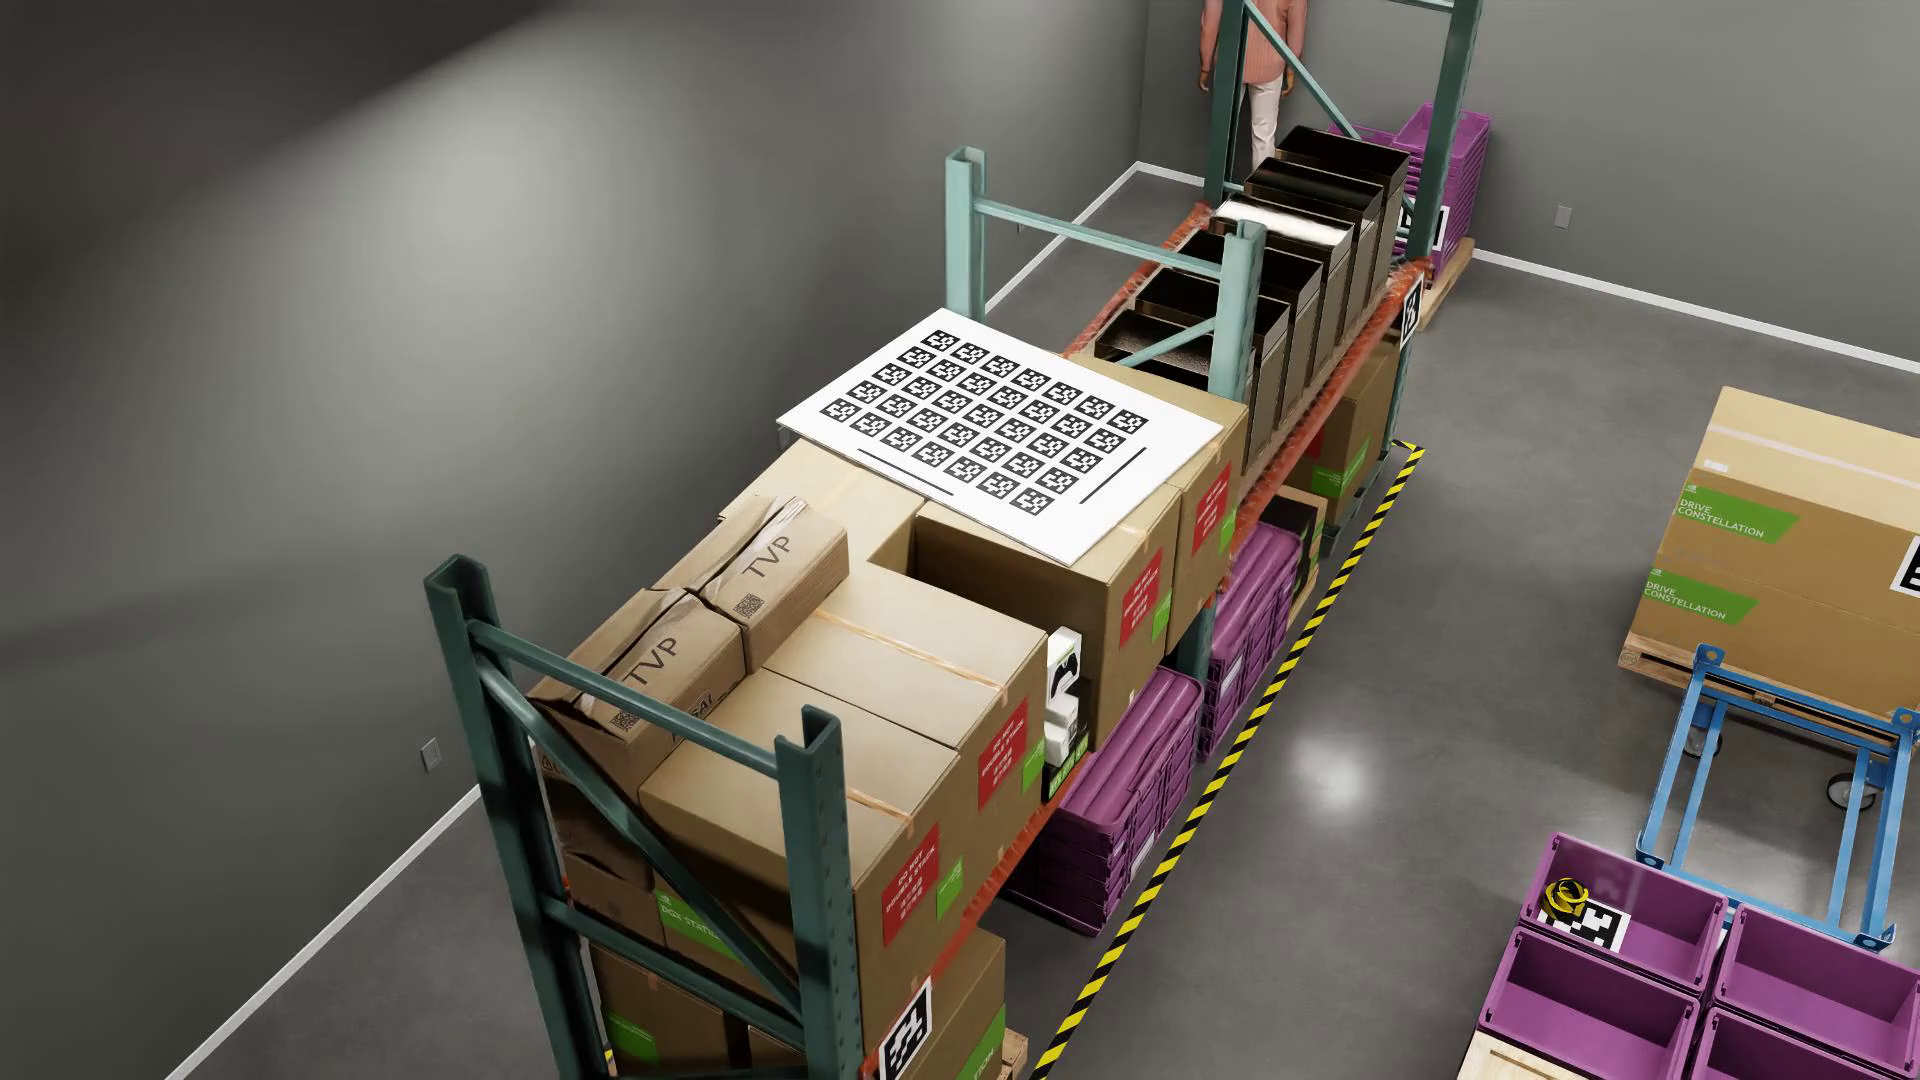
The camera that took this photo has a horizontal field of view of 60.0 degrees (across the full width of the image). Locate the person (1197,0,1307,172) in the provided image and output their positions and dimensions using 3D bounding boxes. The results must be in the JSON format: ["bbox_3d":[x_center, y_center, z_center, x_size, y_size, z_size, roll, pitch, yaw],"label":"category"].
[{"bbox_3d":[1.723,-2.839,9.936,0.613,1.995,0.391,5,40,6],"label":"person"}]
